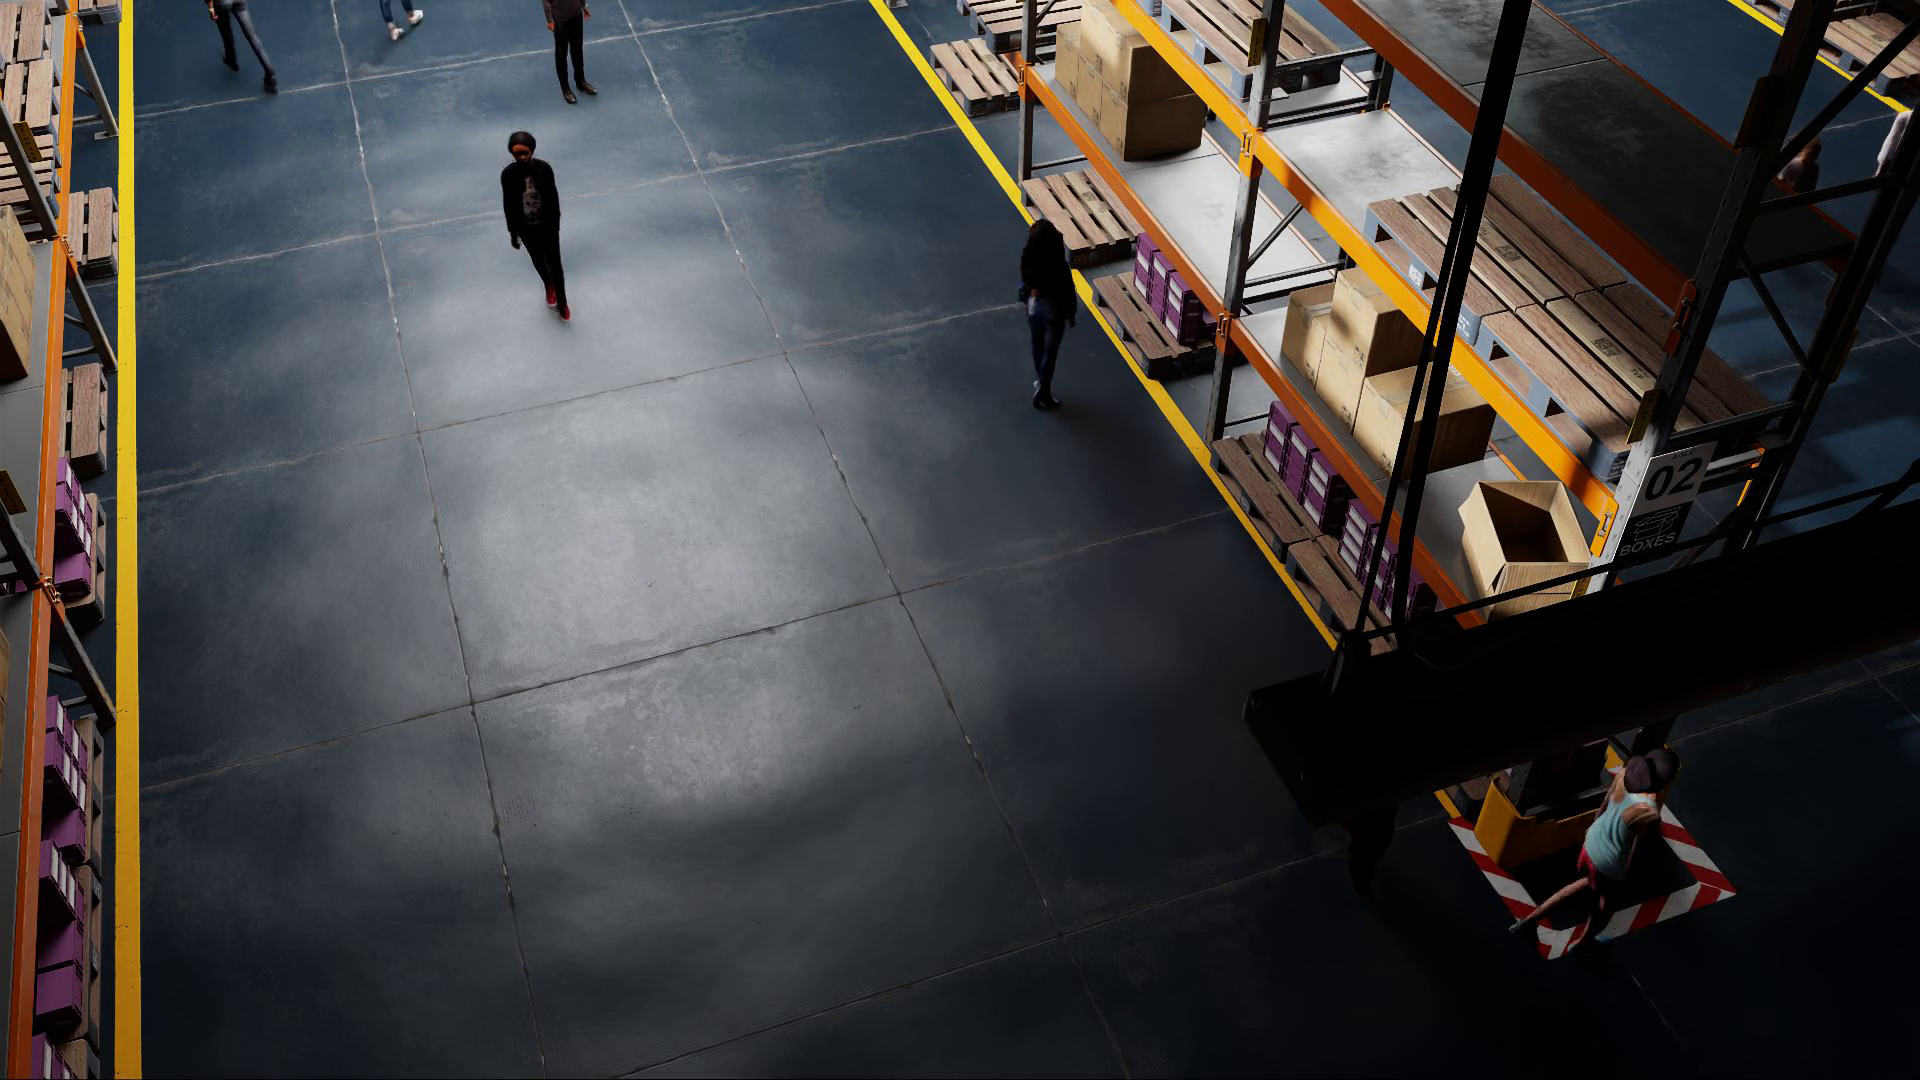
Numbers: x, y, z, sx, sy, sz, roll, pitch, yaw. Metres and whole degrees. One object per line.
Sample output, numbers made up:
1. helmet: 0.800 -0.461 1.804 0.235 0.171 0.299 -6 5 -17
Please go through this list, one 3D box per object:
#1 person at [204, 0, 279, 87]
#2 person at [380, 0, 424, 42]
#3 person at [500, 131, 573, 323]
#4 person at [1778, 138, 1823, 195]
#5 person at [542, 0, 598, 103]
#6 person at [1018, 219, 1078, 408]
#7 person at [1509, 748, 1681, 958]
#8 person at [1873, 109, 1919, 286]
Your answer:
1. person: -7.222 -5.333 16.565 1.274 1.731 1.030 33 53 30
2. person: -6.048 -5.937 17.395 0.819 1.461 0.927 7 44 8
3. person: -3.536 -2.672 13.825 0.655 1.658 0.811 -8 44 -8
4. person: 7.230 -3.004 14.512 0.577 1.190 0.612 4 44 5
5. person: -3.902 -5.227 16.428 0.707 1.766 0.674 -27 50 -26
6. person: 0.660 -1.755 12.898 0.814 1.608 0.727 -33 53 -30
7. person: 3.486 1.754 9.113 0.769 1.749 0.891 -3 44 -3
8. person: 8.050 -3.135 14.254 0.885 1.736 0.944 18 46 18
